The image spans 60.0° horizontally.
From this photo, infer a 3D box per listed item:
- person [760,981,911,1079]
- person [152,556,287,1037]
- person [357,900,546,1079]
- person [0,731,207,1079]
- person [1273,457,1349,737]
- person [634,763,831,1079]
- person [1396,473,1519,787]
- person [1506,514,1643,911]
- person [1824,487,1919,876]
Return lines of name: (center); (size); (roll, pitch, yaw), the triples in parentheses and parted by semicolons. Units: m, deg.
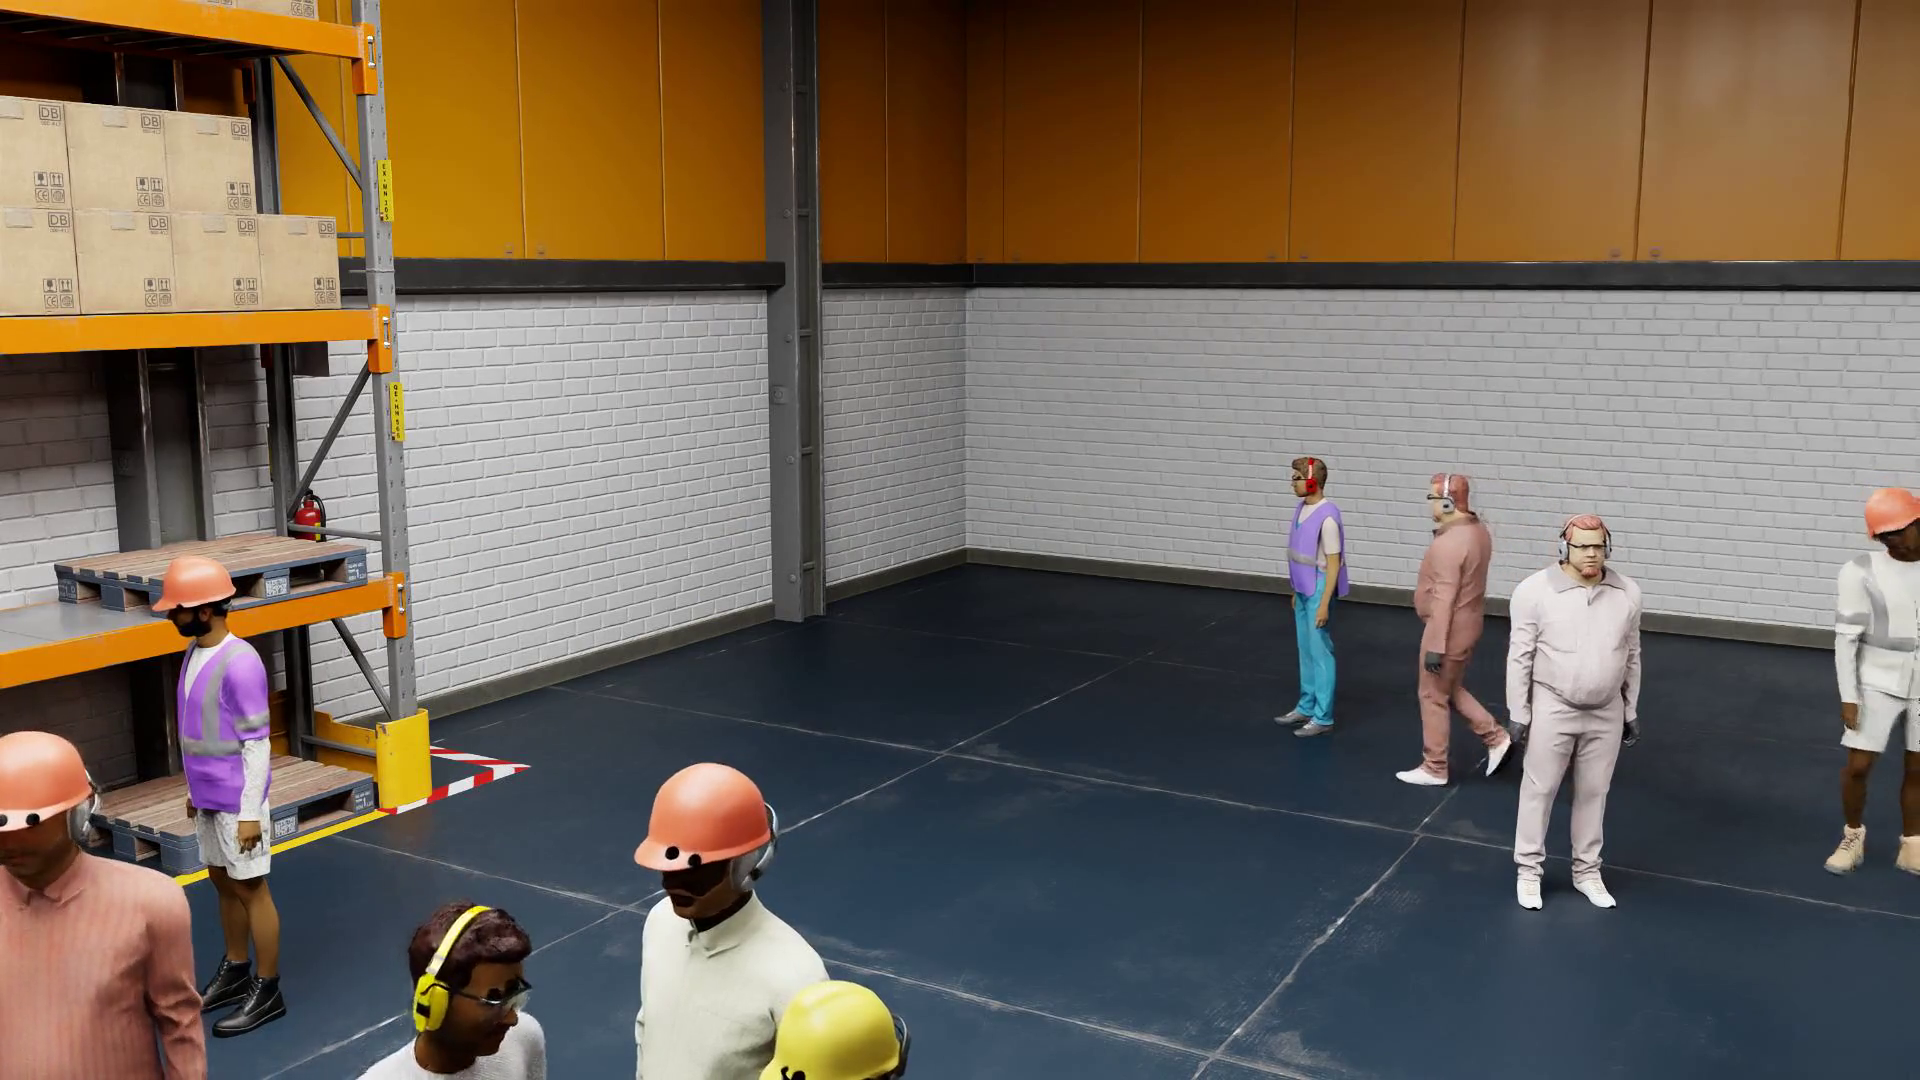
person: (-0.202, 1.663, 3.128); (0.341, 1.760, 0.526); (-6, 11, -34)
person: (-2.955, 1.012, 6.644); (0.543, 1.932, 0.376); (9, 13, 44)
person: (-1.021, 1.594, 3.343); (0.443, 1.828, 0.536); (7, 11, 37)
person: (-2.123, 1.413, 3.942); (0.622, 1.992, 0.395); (-2, 9, -12)
person: (2.338, 0.371, 10.926); (0.391, 1.841, 0.564); (-1, 9, -8)
person: (-0.527, 1.455, 3.685); (0.615, 1.993, 0.387); (8, 12, 42)
person: (2.907, 0.547, 9.689); (0.586, 1.885, 0.655); (6, 11, 33)
person: (2.935, 0.820, 7.924); (0.655, 1.906, 0.407); (0, 9, -3)
person: (4.669, 0.730, 8.248); (0.679, 2.001, 0.399); (1, 9, 4)
